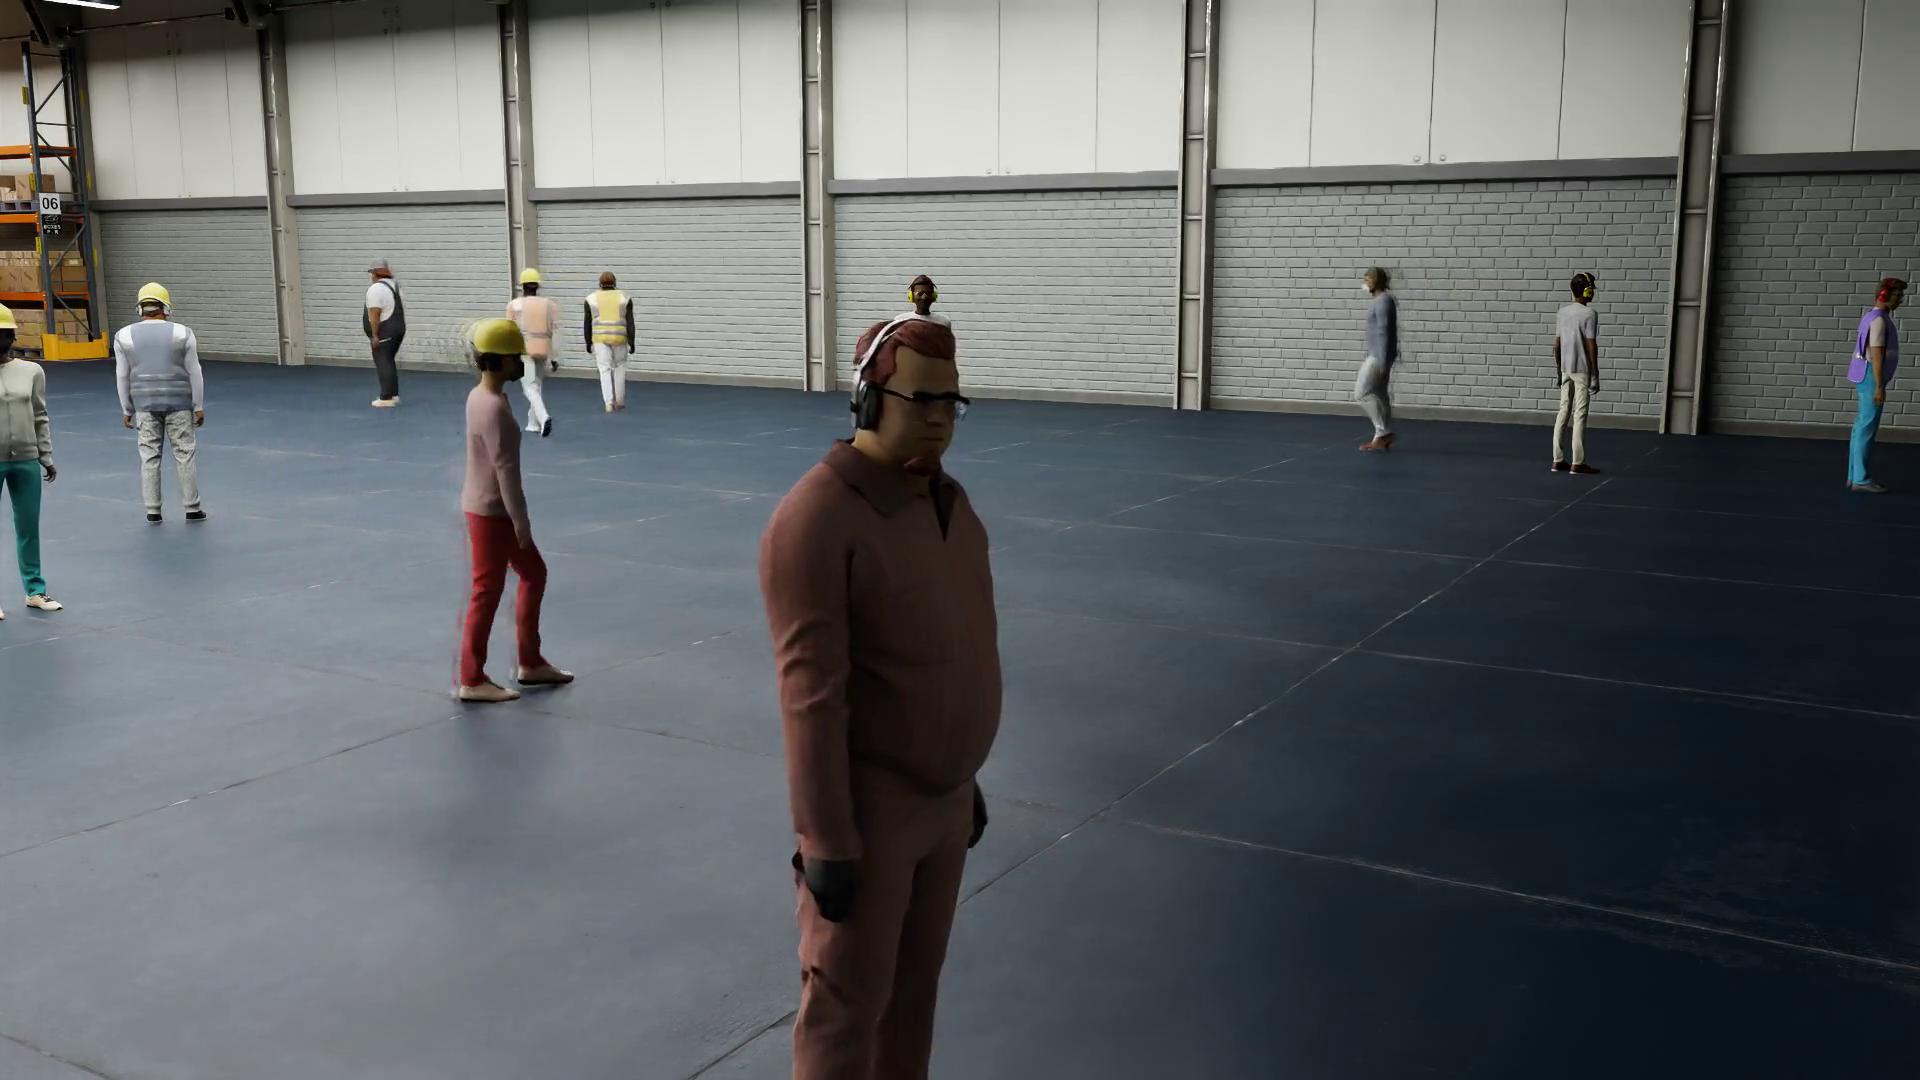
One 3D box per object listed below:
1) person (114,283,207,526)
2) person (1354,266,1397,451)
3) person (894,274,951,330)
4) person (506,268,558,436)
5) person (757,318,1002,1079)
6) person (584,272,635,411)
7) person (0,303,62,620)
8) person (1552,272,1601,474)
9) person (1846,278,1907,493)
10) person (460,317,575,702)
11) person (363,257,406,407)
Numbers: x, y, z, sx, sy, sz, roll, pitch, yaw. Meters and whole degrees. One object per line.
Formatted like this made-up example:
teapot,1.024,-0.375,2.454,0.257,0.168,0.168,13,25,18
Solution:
person,-6.000,-1.015,12.524,0.587,1.823,0.403,-3,10,-15
person,4.285,-1.853,17.146,0.442,1.925,0.645,2,10,13
person,-0.303,-1.239,13.691,0.521,1.873,0.334,-2,10,-14
person,-4.817,-2.123,18.813,0.597,1.898,0.871,-7,12,-36
person,-0.114,0.519,3.312,0.402,1.904,0.638,5,11,27
person,-4.623,-2.620,21.955,0.659,1.802,0.901,-2,10,-12
person,-5.358,-0.445,9.342,0.309,1.772,0.525,7,12,35
person,5.769,-1.550,15.515,0.328,1.872,0.513,-5,11,-25
person,7.858,-1.331,14.327,0.392,1.837,0.563,4,11,23
person,-2.008,-0.131,7.566,0.661,1.743,0.543,-3,10,-19
person,-7.812,-2.835,22.535,0.542,2.000,0.698,2,10,11
